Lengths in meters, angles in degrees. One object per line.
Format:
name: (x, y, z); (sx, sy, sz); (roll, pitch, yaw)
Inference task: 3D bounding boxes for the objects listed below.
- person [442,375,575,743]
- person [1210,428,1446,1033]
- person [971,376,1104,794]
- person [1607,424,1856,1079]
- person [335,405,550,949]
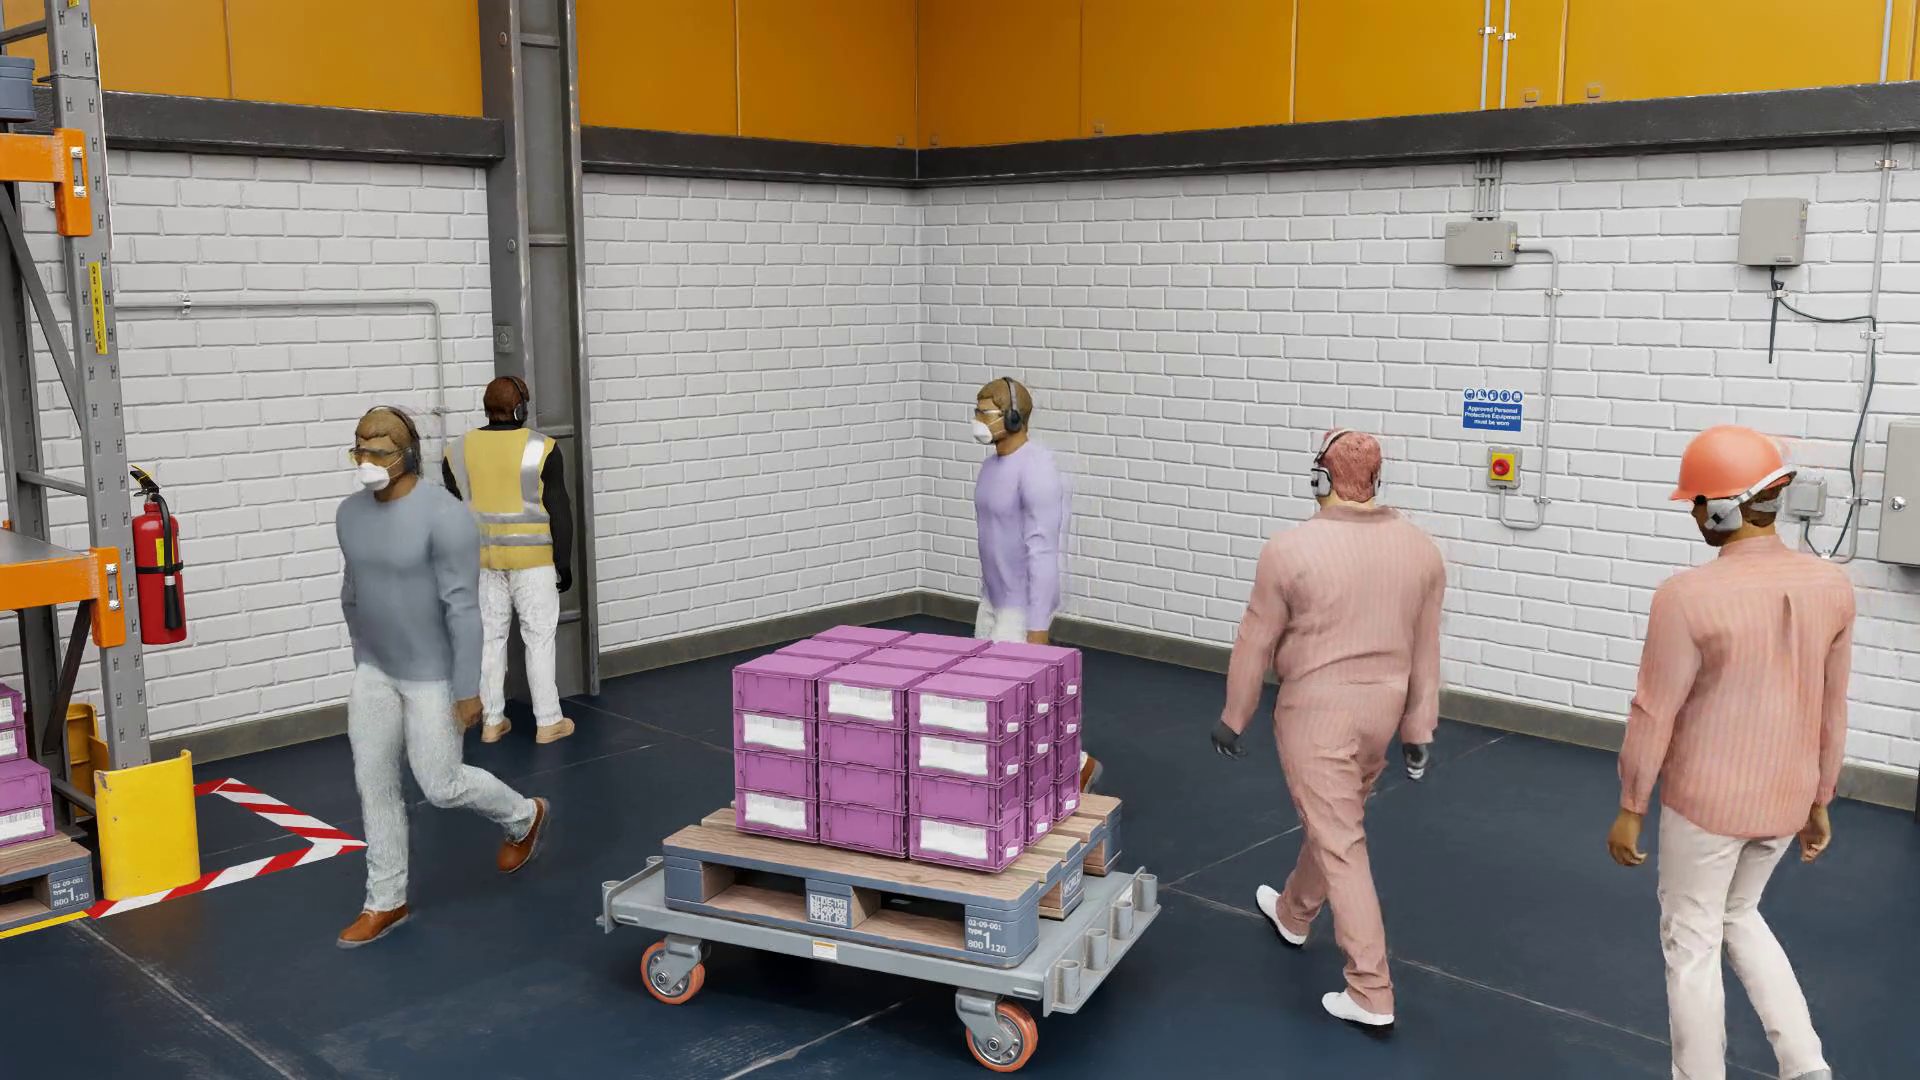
person: (-2.221, 0.104, 8.289); (0.626, 1.844, 0.429); (1, 9, 6)
person: (1.187, 0.568, 5.395); (0.654, 1.853, 0.990); (-4, 10, -22)
person: (0.263, 0.283, 6.910); (0.508, 1.927, 0.646); (-3, 10, -19)
person: (2.045, 0.680, 4.387); (0.620, 1.964, 0.484); (-3, 10, -19)
person: (-1.865, 0.455, 5.959); (0.624, 1.917, 0.762); (5, 11, 29)
